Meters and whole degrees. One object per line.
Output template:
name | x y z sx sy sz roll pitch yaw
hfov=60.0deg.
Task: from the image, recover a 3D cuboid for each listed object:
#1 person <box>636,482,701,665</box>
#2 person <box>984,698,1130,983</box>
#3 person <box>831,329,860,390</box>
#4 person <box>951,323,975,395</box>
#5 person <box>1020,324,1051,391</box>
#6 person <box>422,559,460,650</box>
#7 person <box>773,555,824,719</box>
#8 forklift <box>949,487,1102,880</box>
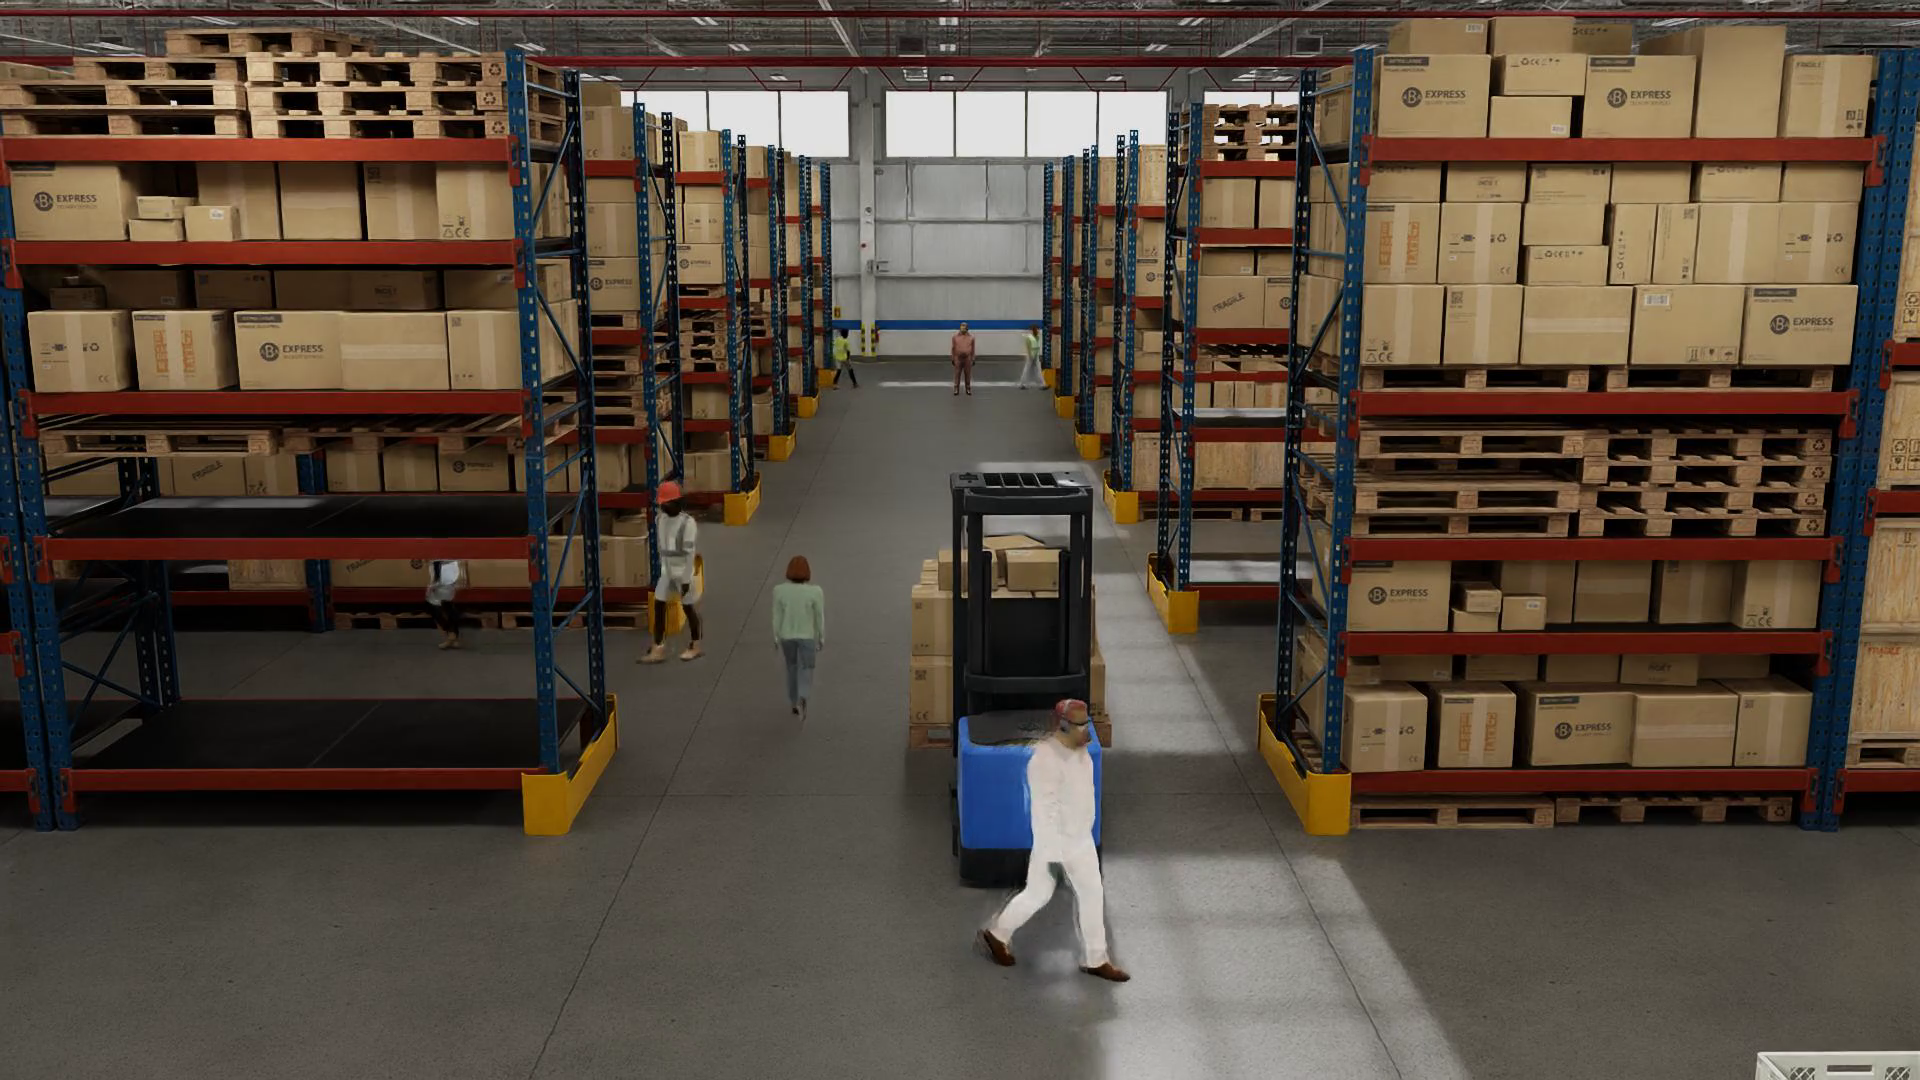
person | -3.149 0.380 17.987 0.625 2.000 0.927 8 14 35
person | 0.607 1.914 10.744 0.942 1.869 0.647 8 14 35
person | -3.157 -4.898 45.043 0.535 1.650 0.883 8 14 35
person | 0.087 -4.751 43.688 0.639 1.902 0.407 -1 11 -4
person | 2.001 -4.896 44.688 0.582 1.781 1.007 -11 16 -44
person | -5.792 0.425 18.562 0.379 1.678 0.557 0 11 0
person | -1.576 0.959 16.098 0.510 1.619 0.549 1 11 5
forklift | 0.495 0.986 12.813 1.129 2.768 1.873 0 11 -2
